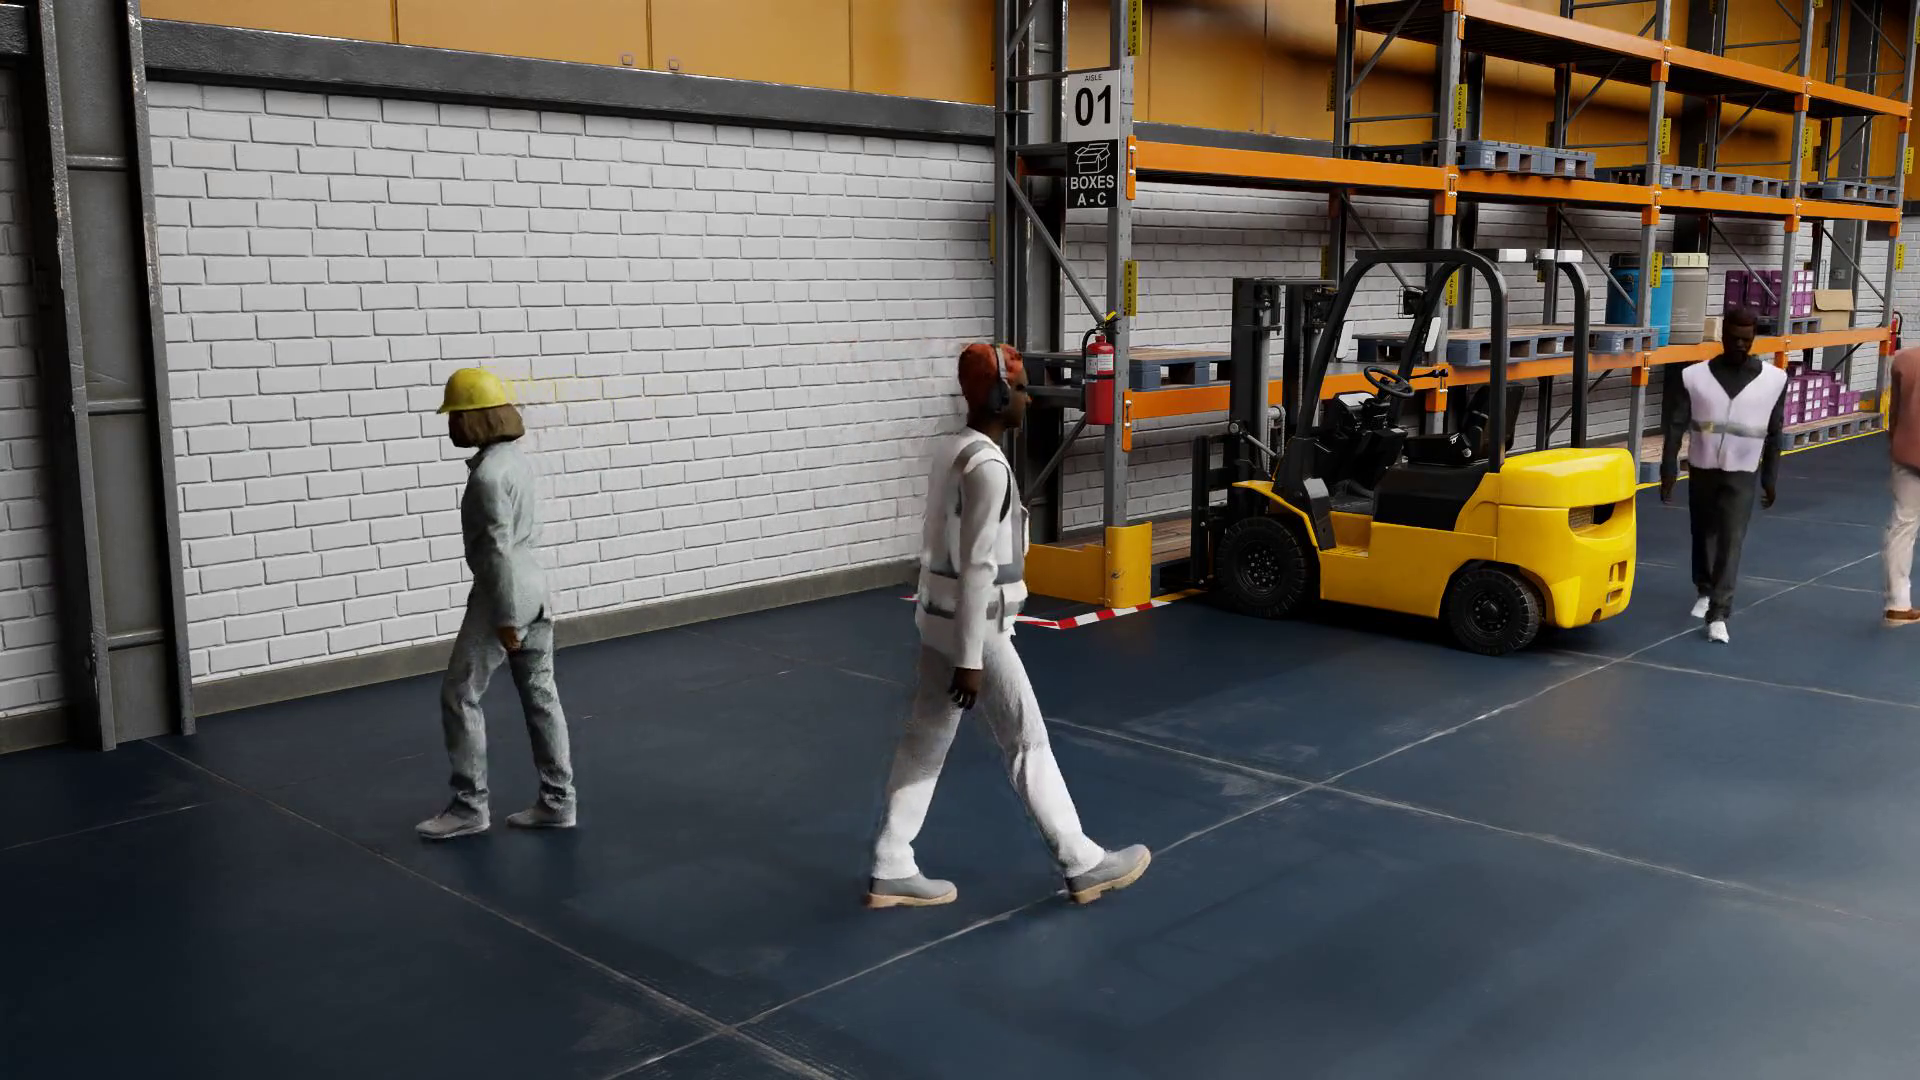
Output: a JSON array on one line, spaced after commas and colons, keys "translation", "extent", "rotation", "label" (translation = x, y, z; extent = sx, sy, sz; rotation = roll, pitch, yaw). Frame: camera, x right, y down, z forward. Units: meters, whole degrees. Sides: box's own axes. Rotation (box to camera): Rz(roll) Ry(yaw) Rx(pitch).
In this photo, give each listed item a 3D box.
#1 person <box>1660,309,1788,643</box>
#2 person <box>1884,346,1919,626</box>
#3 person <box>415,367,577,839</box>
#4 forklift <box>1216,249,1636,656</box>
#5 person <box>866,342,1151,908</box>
[{"translation": [4.371, -0.396, 9.551], "extent": [0.617, 1.860, 1.059], "rotation": [4, 10, 24], "label": "person"}, {"translation": [5.754, -0.481, 9.732], "extent": [0.892, 1.956, 0.612], "rotation": [-7, 11, -36], "label": "person"}, {"translation": [-1.740, 0.235, 6.062], "extent": [0.693, 1.713, 0.483], "rotation": [1, 9, 3], "label": "person"}, {"translation": [2.710, -0.584, 9.626], "extent": [2.313, 2.155, 1.214], "rotation": [9, 13, 43], "label": "forklift"}, {"translation": [0.140, 0.291, 5.358], "extent": [0.992, 1.828, 0.619], "rotation": [-2, 10, -14], "label": "person"}]
